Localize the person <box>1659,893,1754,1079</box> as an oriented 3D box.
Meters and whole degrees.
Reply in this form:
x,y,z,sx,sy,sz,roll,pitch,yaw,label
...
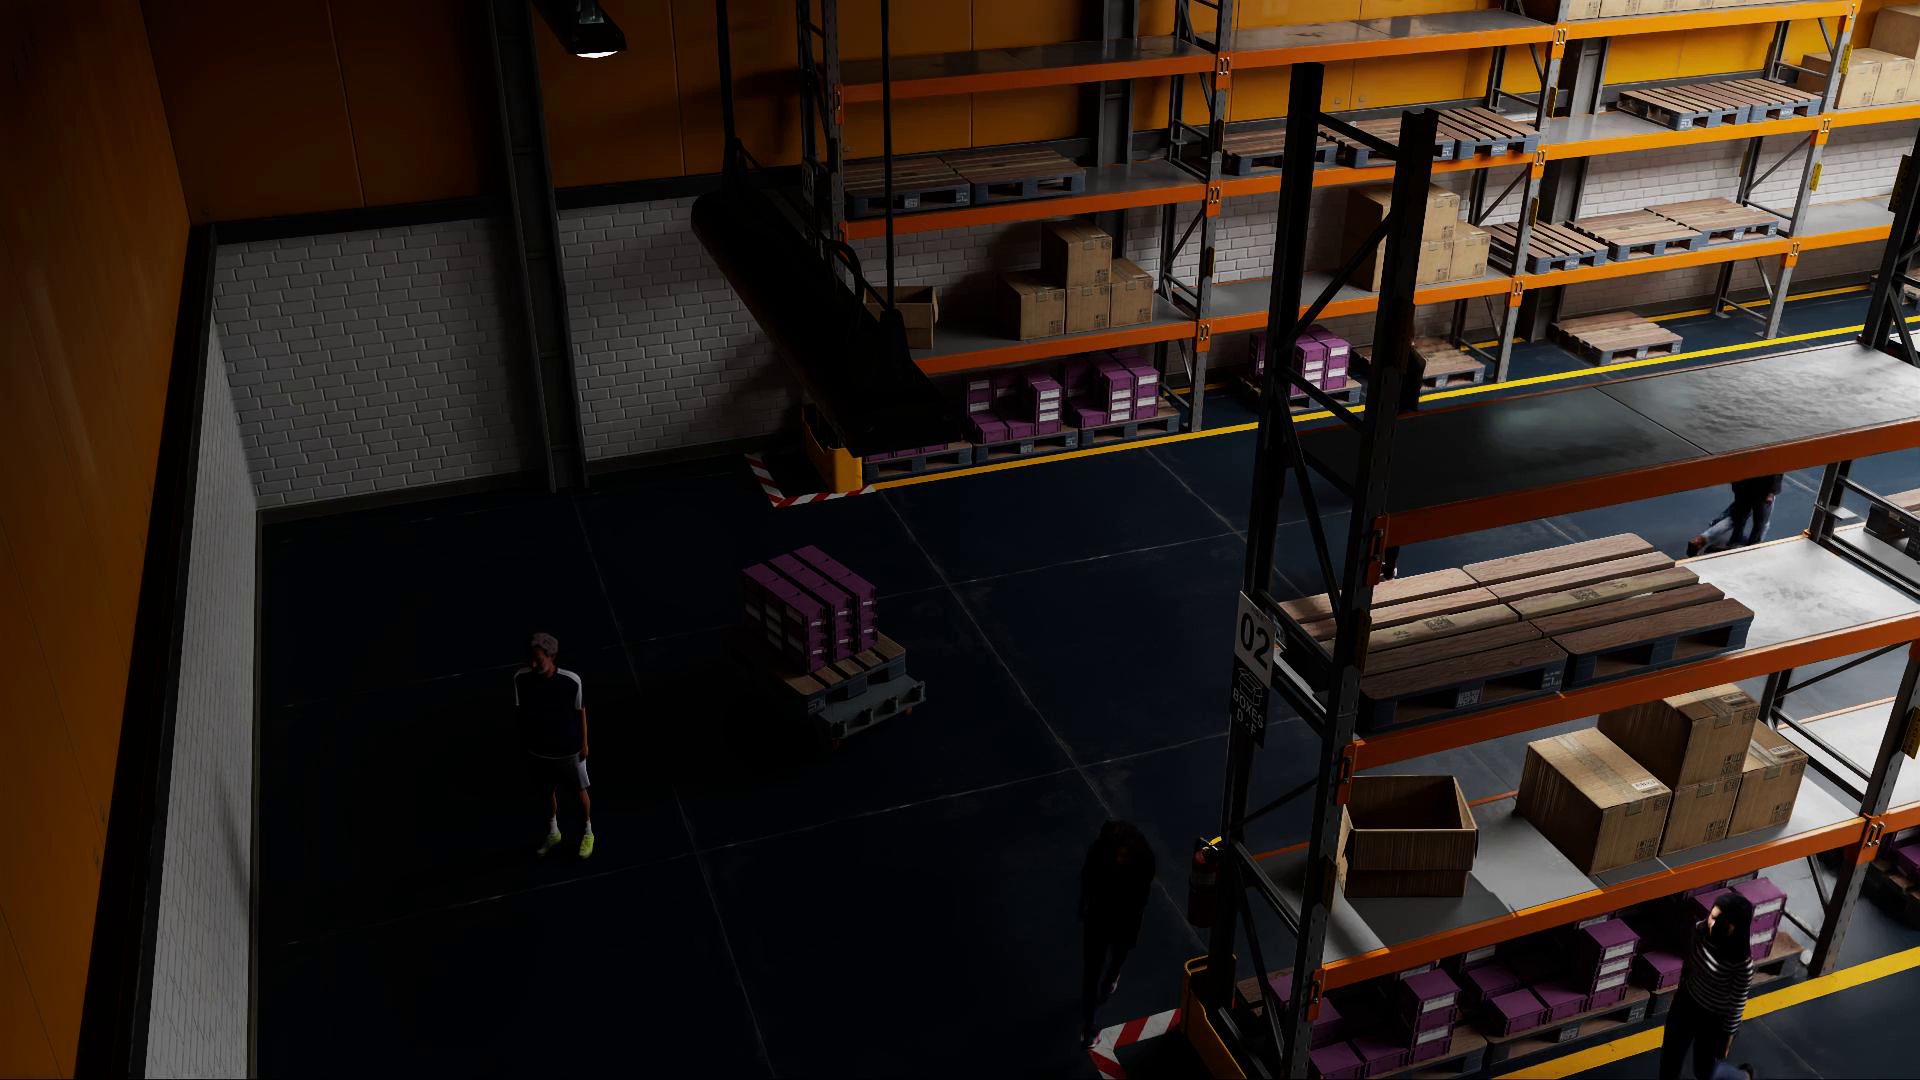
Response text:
x,y,z,sx,sy,sz,roll,pitch,yaw,label
4.256,2.688,9.370,0.973,1.770,0.590,-11,30,-19,person

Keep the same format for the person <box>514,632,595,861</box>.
x,y,z,sx,sy,sz,roll,pitch,yaw,label
-2.829,1.422,11.619,0.635,1.838,0.774,2,29,4,person

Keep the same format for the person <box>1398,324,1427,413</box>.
x,y,z,sx,sy,sz,roll,pitch,yaw,label
4.408,-1.271,16.497,0.707,1.893,0.779,-6,29,-11,person

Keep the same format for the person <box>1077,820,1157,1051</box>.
x,y,z,sx,sy,sz,roll,pitch,yaw,label
0.970,2.297,10.303,1.130,1.562,1.088,8,30,15,person
